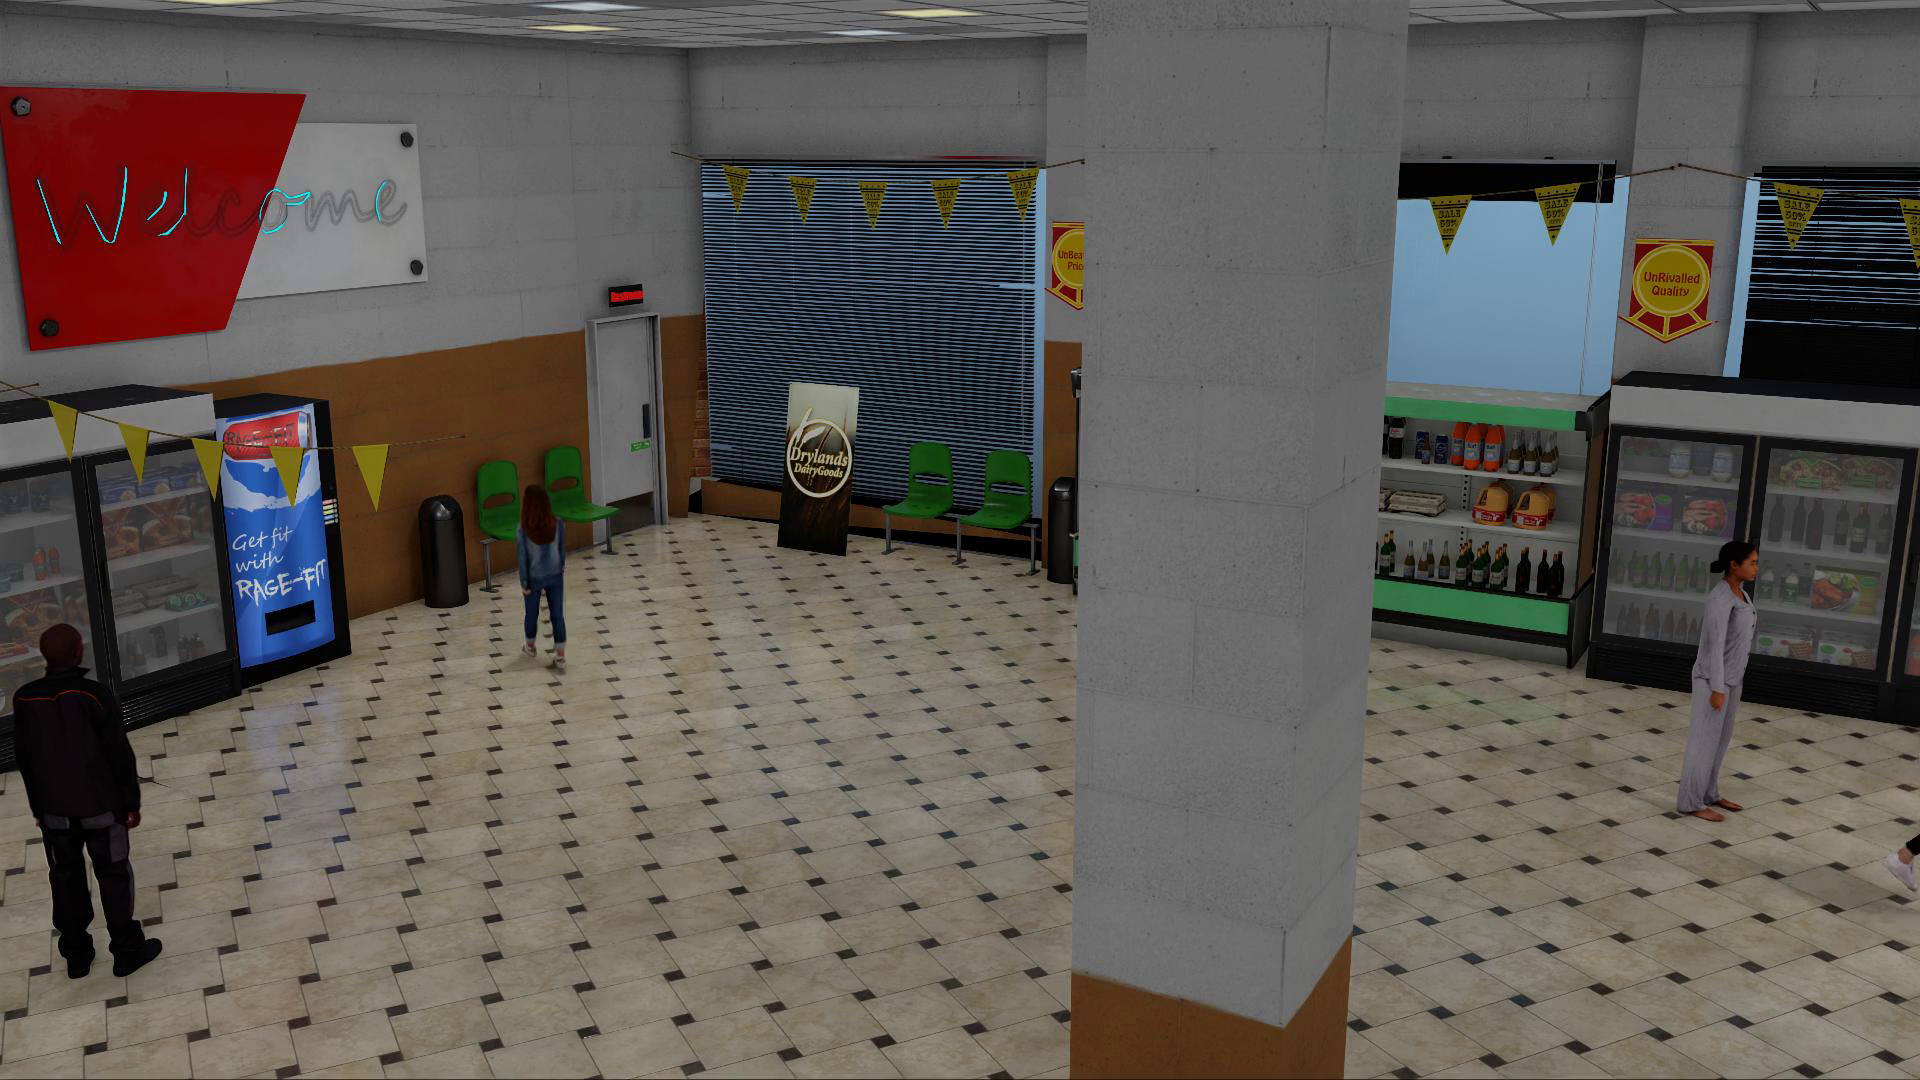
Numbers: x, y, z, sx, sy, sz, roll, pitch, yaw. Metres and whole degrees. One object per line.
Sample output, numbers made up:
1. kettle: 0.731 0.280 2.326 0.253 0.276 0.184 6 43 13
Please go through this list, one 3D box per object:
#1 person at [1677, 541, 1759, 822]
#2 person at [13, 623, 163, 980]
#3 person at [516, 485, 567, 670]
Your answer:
1. person: 4.666 0.843 10.241 0.616 1.735 0.665 12 18 40
2. person: -4.350 1.285 8.229 0.757 1.825 0.860 -1 14 -5
3. person: -3.228 0.313 13.037 0.859 1.447 1.018 -8 16 -29
